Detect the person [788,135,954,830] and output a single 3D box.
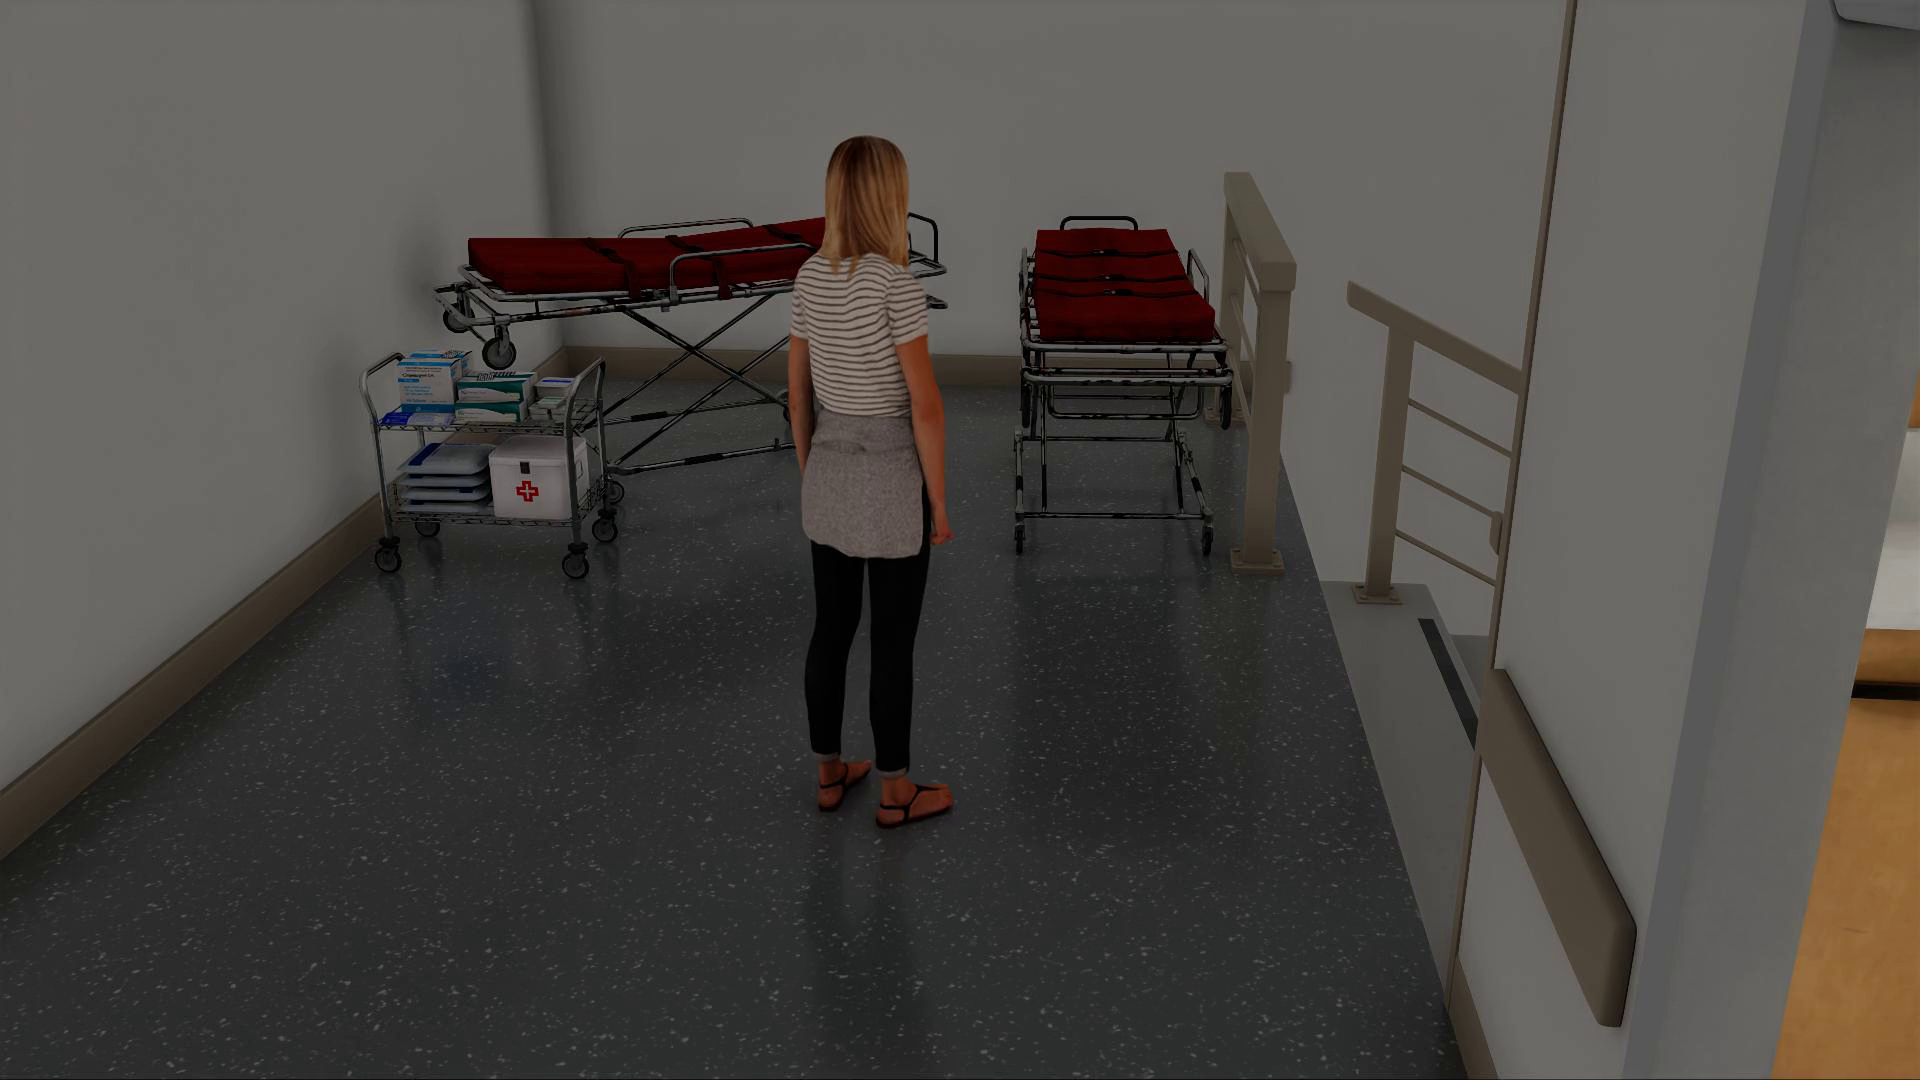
[{"bbox_3d":[-0.249,-0.118,4.322,0.690,1.825,0.687,13,24,31],"label":"person"}]
